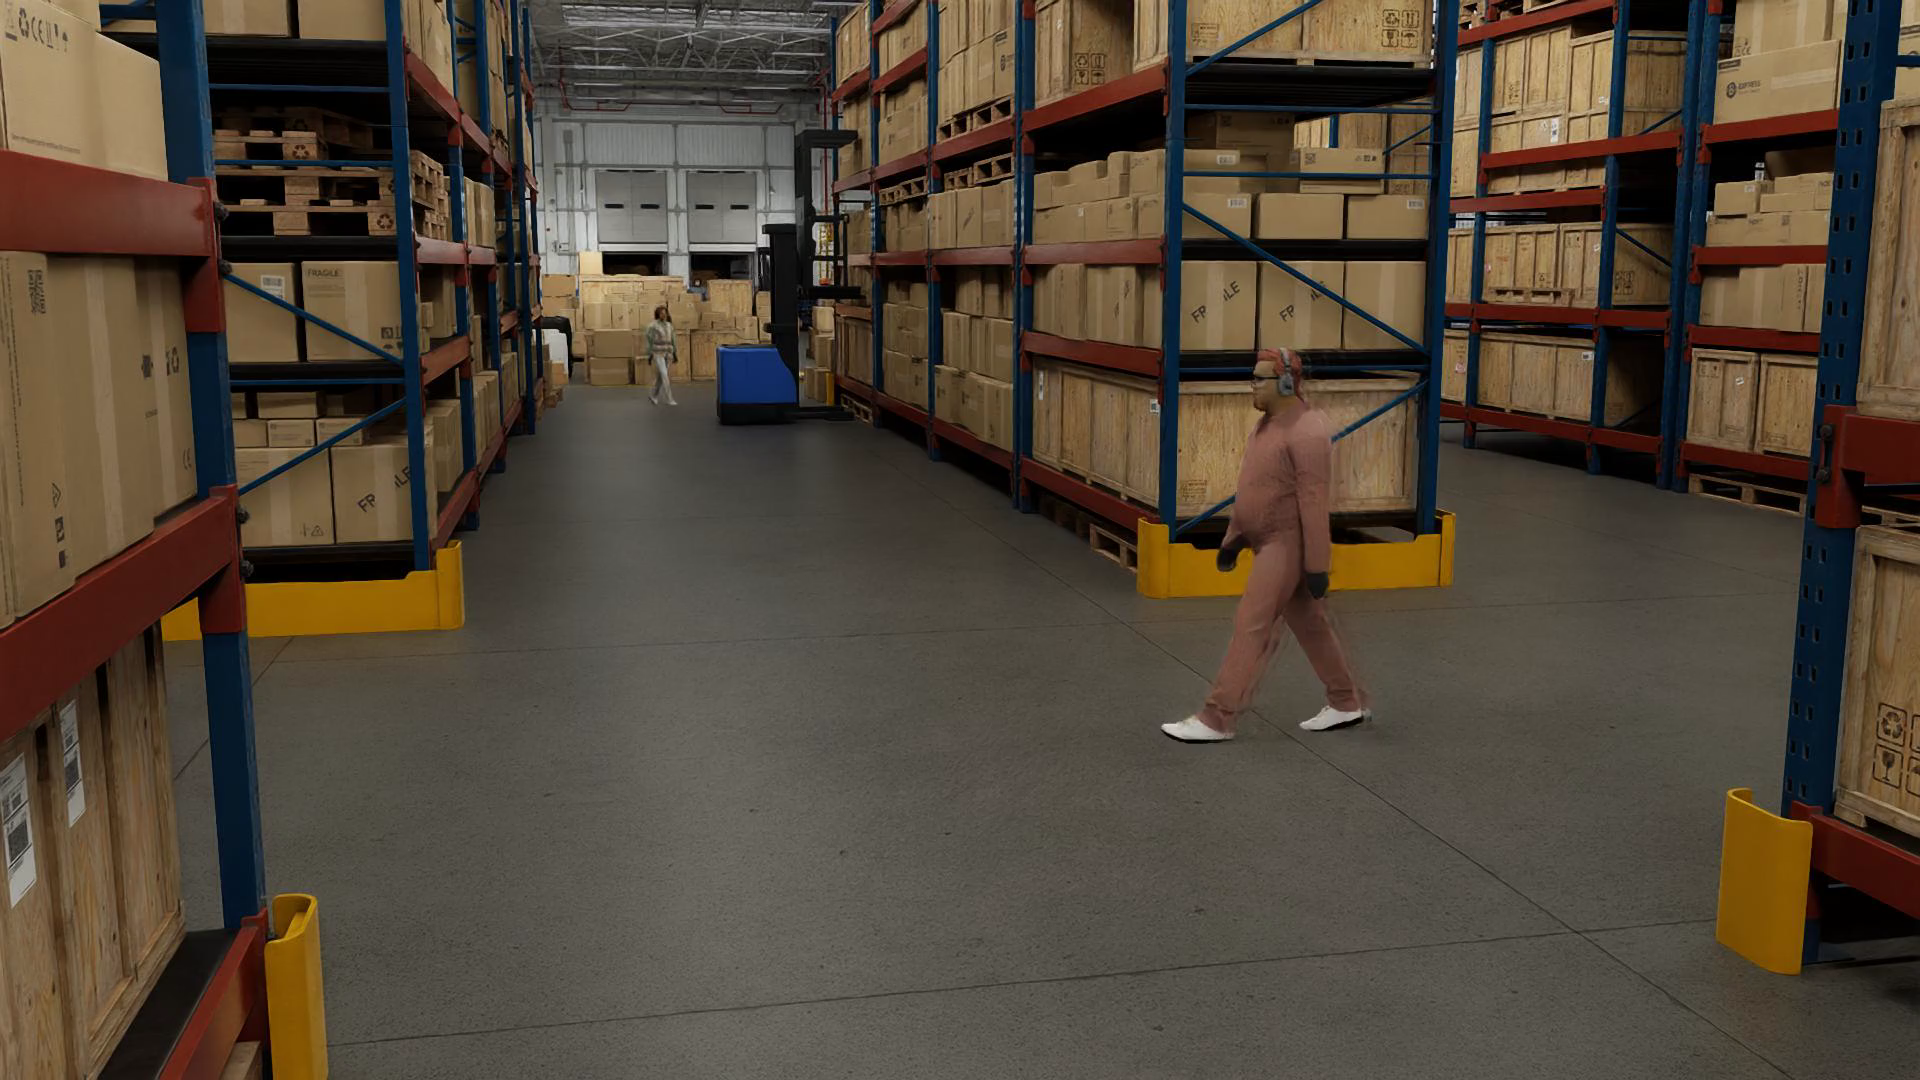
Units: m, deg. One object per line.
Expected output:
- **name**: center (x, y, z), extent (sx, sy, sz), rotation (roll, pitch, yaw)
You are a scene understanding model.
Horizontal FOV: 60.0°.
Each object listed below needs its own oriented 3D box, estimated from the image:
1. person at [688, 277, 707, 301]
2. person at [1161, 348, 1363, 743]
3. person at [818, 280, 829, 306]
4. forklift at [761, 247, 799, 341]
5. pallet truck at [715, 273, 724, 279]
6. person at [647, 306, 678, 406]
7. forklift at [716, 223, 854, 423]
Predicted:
- **person**: center (-8.047, -7.121, 51.131), extent (0.641, 1.932, 0.374), rotation (-2, 9, -11)
- **person**: center (1.480, 0.028, 7.797), extent (1.019, 1.853, 0.652), rotation (-1, 9, -5)
- **person**: center (-3.585, -5.965, 44.218), extent (0.355, 1.896, 0.705), rotation (-4, 10, -23)
- **forklift**: center (-5.458, -7.384, 49.829), extent (1.129, 2.768, 1.873), rotation (-2, 10, -12)
- **pallet truck**: center (-8.580, -8.986, 62.280), extent (1.885, 1.965, 0.823), rotation (1, 9, 5)
- **person**: center (-4.836, -2.982, 26.868), extent (0.808, 1.606, 0.523), rotation (8, 12, 39)
- **forklift**: center (-2.538, -3.111, 23.786), extent (1.873, 2.768, 1.129), rotation (-2, 10, -12)
